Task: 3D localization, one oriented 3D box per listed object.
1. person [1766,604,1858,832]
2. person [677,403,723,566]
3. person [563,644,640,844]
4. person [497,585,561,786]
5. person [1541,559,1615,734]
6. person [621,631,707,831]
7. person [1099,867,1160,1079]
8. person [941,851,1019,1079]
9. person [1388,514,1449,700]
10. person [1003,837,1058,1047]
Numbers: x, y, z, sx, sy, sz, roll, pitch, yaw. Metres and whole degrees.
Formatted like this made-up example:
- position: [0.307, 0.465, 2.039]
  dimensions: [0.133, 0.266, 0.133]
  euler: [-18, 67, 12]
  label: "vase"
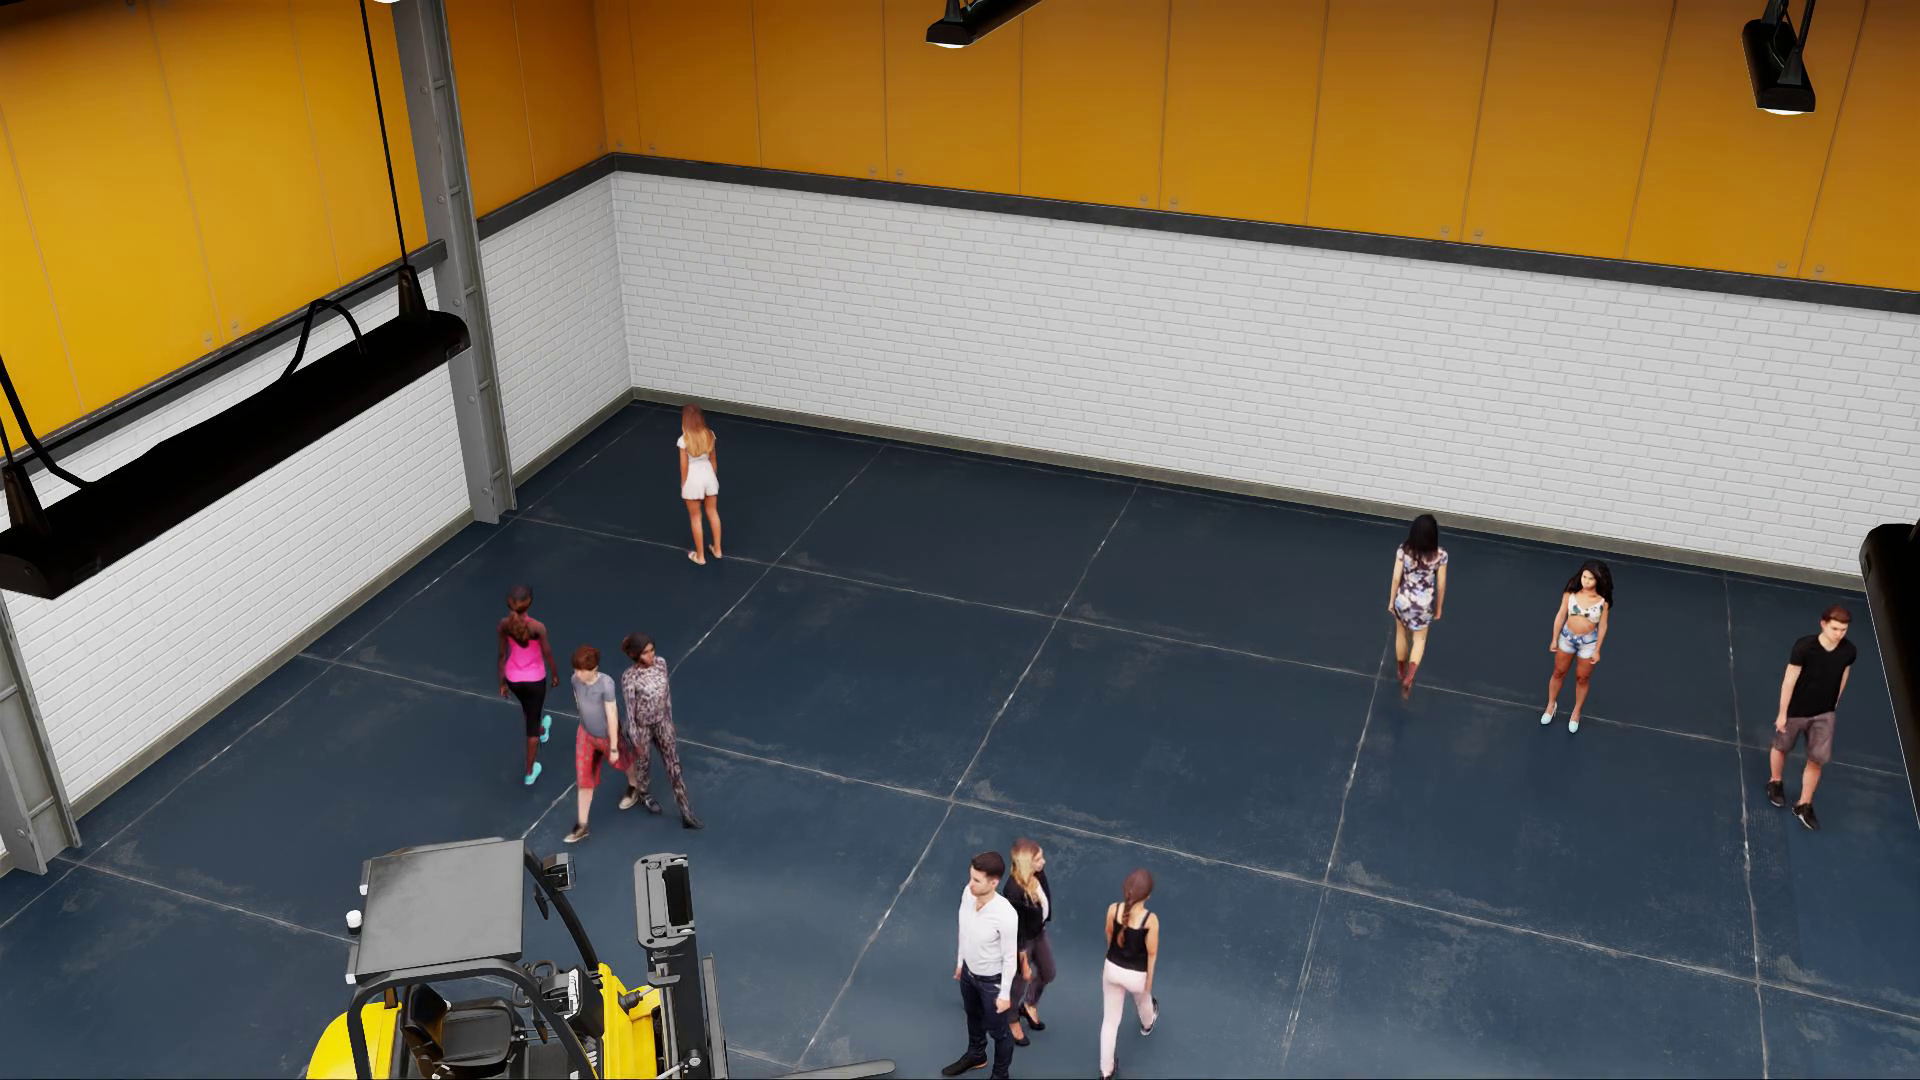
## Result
- position: [6.569, 1.263, 12.954]
  dimensions: [0.780, 1.841, 0.947]
  euler: [4, 29, 8]
  label: "person"
- position: [-2.581, -0.565, 16.459]
  dimensions: [0.635, 1.694, 0.721]
  euler: [-20, 34, -32]
  label: "person"
- position: [-2.711, 1.471, 12.821]
  dimensions: [0.651, 1.604, 1.137]
  euler: [12, 31, 21]
  label: "person"
- position: [-3.480, 1.186, 13.249]
  dimensions: [0.700, 1.694, 1.044]
  euler: [4, 29, 7]
  label: "person"
- position: [5.169, 0.872, 13.896]
  dimensions: [0.614, 1.625, 0.616]
  euler: [17, 33, 28]
  label: "person"
- position: [-2.438, 1.422, 12.821]
  dimensions: [1.028, 1.689, 0.963]
  euler: [-22, 36, -35]
  label: "person"
- position: [1.028, 2.791, 10.493]
  dimensions: [0.506, 1.515, 0.990]
  euler: [10, 30, 17]
  label: "person"
- position: [0.176, 2.676, 10.334]
  dimensions: [0.760, 1.868, 0.725]
  euler: [-19, 34, -31]
  label: "person"
- position: [3.901, 0.591, 14.318]
  dimensions: [0.594, 1.715, 0.925]
  euler: [9, 30, 16]
  label: "person"
- position: [0.337, 2.584, 10.717]
  dimensions: [0.697, 1.663, 0.523]
  euler: [16, 33, 27]
  label: "person"
